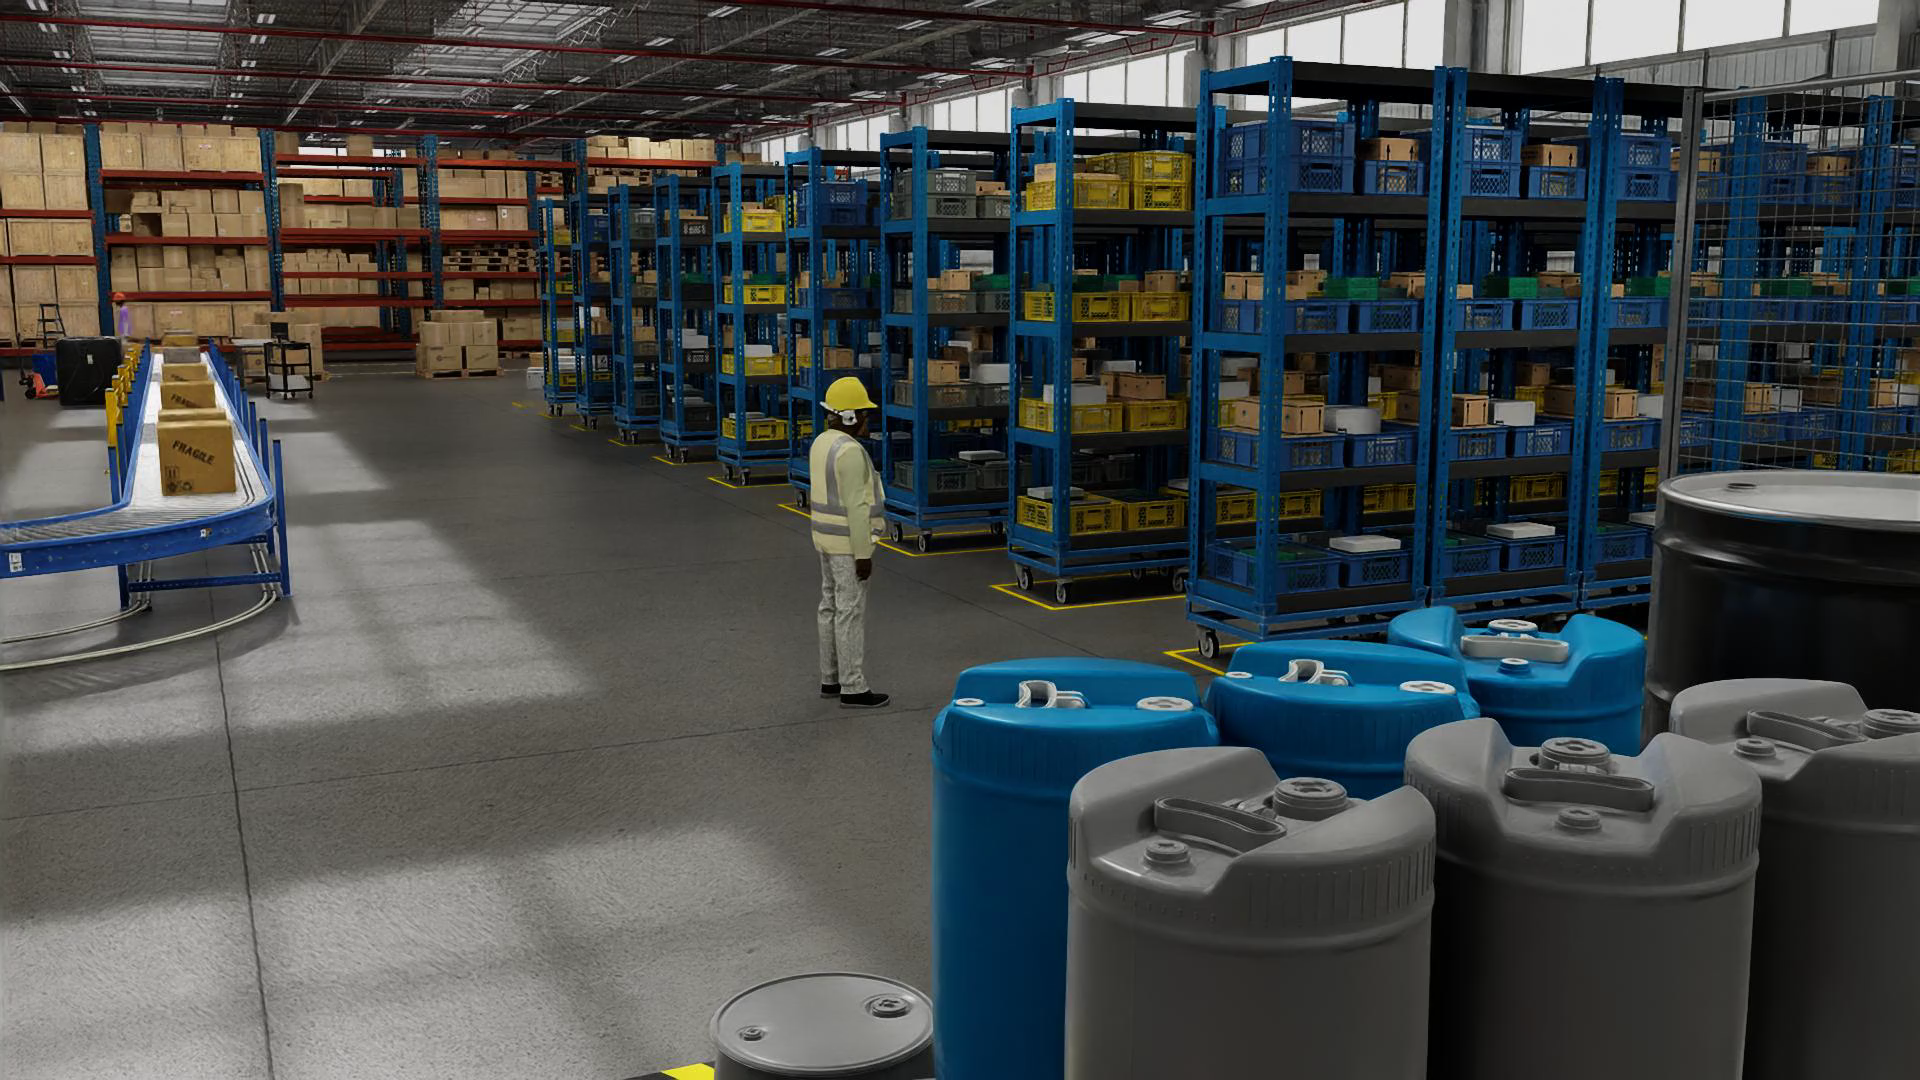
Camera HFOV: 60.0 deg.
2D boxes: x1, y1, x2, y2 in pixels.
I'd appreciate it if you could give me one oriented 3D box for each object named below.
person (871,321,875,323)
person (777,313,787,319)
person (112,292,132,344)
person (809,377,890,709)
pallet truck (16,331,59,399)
[{"bbox_3d":[-2.854,-7.572,56.006,1.044,1.941,0.625,5,10,29],"label":"person"},{"bbox_3d":[-4.984,-6.002,46.216,0.616,1.943,0.395,4,10,26],"label":"person"},{"bbox_3d":[-20.338,-5.084,40.599,0.578,1.918,0.560,-5,10,-29],"label":"person"},{"bbox_3d":[-0.619,0.015,9.233,0.403,1.833,0.586,-4,10,-25],"label":"person"},{"bbox_3d":[-17.082,-3.353,31.781,1.630,1.274,0.653,-4,10,-25],"label":"pallet truck"}]
